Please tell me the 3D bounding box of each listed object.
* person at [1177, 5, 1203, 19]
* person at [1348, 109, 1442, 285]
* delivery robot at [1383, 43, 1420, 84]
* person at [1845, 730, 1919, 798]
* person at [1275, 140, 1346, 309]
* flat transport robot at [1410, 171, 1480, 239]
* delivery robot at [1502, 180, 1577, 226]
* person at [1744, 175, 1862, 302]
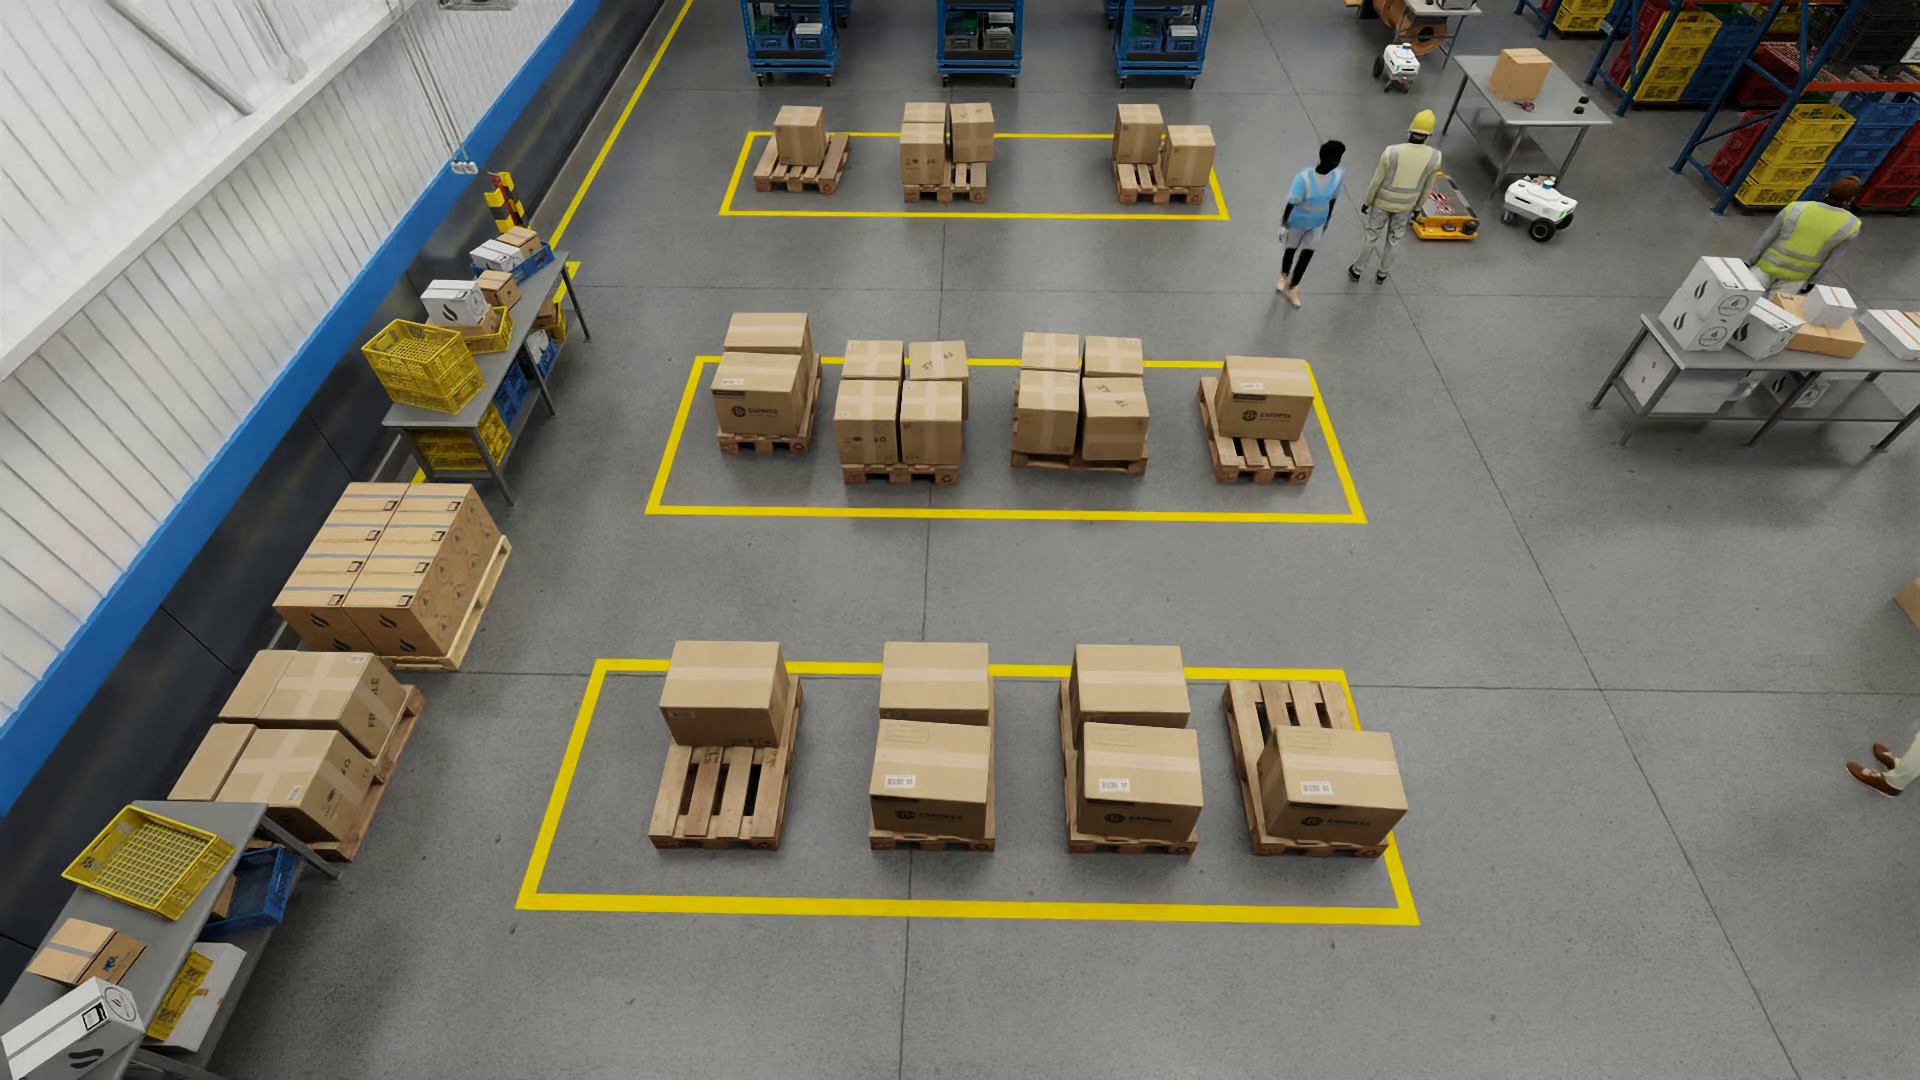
[{"bbox_3d":[3.806,-9.166,14.547,0.307,1.643,0.514,-29,55,-23],"label":"person"},{"bbox_3d":[4.526,-3.538,9.552,0.599,1.830,0.403,9,50,8],"label":"person"},{"bbox_3d":[6.381,-6.917,13.256,0.477,0.478,0.707,2,49,2],"label":"delivery robot"},{"bbox_3d":[6.315,0.988,5.622,0.520,1.855,0.333,-19,52,-16],"label":"person"},{"bbox_3d":[3.534,-3.226,9.391,0.618,1.660,0.561,-1,49,-1],"label":"person"},{"bbox_3d":[5.692,-4.094,11.059,0.652,0.197,1.431,1,49,1],"label":"flat transport robot"},{"bbox_3d":[6.744,-3.942,10.681,0.477,0.478,0.707,-33,57,-25],"label":"delivery robot"},{"bbox_3d":[7.824,-2.575,8.713,0.633,1.843,0.429,32,56,25],"label":"person"}]
